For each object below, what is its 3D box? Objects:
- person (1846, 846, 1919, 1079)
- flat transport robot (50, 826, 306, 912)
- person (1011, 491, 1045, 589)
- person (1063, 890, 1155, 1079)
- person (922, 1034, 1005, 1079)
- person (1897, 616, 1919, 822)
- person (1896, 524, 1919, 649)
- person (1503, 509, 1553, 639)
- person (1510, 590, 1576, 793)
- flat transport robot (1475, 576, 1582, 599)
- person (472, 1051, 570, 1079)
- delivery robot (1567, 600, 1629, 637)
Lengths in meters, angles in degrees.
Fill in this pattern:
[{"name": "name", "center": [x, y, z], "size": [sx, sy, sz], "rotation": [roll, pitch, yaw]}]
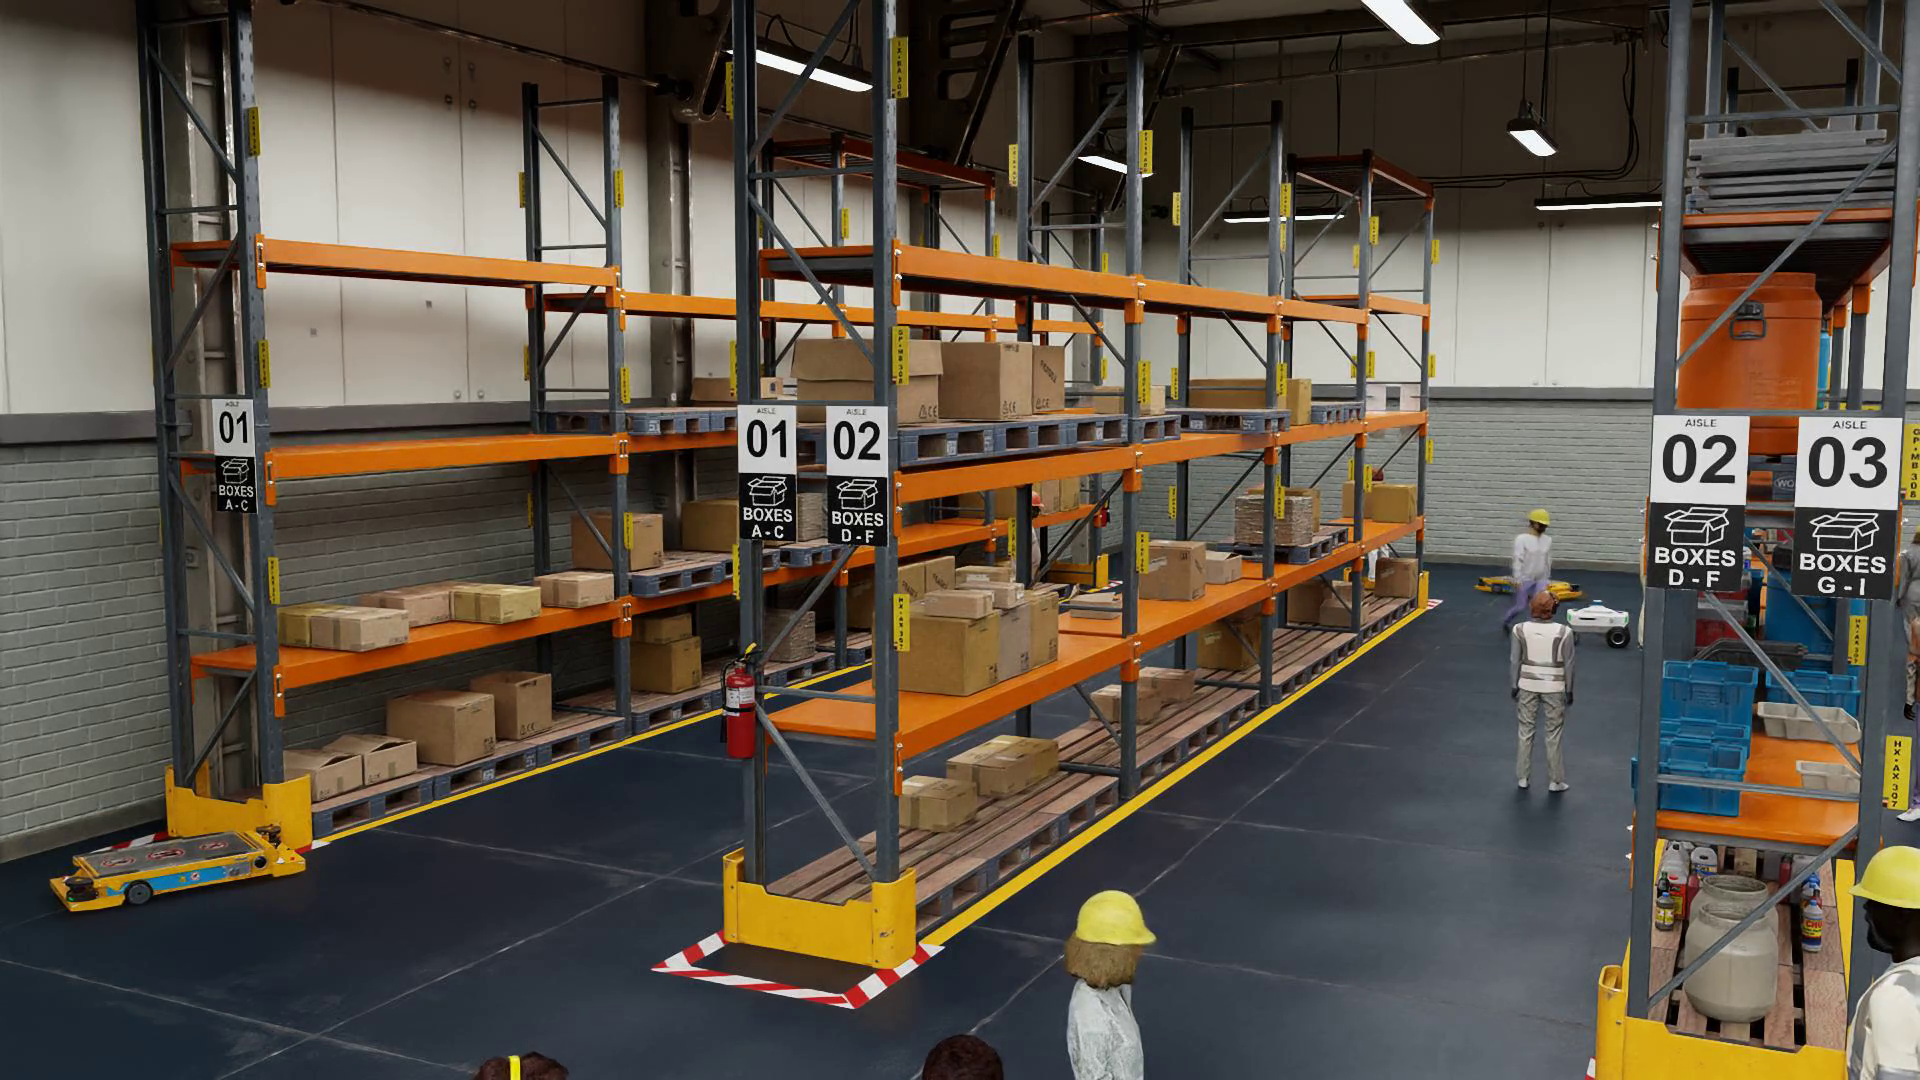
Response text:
[{"name": "person", "center": [2.984, 1.926, 5.306], "size": [0.366, 1.926, 0.594], "rotation": [6, 8, 44]}, {"name": "flat transport robot", "center": [-5.170, 2.158, 11.017], "size": [1.431, 0.197, 0.652], "rotation": [-5, 8, -38]}, {"name": "person", "center": [0.806, 0.410, 19.767], "size": [0.404, 1.987, 0.616], "rotation": [0, 6, 2]}, {"name": "person", "center": [0.482, 2.002, 5.449], "size": [0.295, 1.745, 0.486], "rotation": [1, 6, 6]}, {"name": "person", "center": [0.010, 2.081, 3.827], "size": [0.591, 1.922, 0.390], "rotation": [0, 6, 2]}, {"name": "person", "center": [7.353, 1.192, 12.425], "size": [0.361, 1.930, 0.589], "rotation": [-4, 7, -33]}, {"name": "person", "center": [10.882, 0.632, 18.801], "size": [0.503, 1.728, 0.482], "rotation": [3, 6, 23]}, {"name": "person", "center": [6.999, 0.465, 20.473], "size": [0.534, 1.738, 0.660], "rotation": [-1, 6, -12]}, {"name": "person", "center": [4.723, 1.225, 13.496], "size": [0.512, 1.642, 0.312], "rotation": [4, 7, 34]}, {"name": "flat transport robot", "center": [8.589, 0.704, 25.154], "size": [0.652, 0.197, 1.431], "rotation": [-4, 7, -34]}, {"name": "person", "center": [-1.038, 2.104, 3.872], "size": [0.310, 1.865, 0.531], "rotation": [-3, 7, -29]}, {"name": "delivery robot", "center": [7.878, 0.989, 20.570], "size": [0.707, 0.478, 0.477], "rotation": [2, 6, 17]}]
